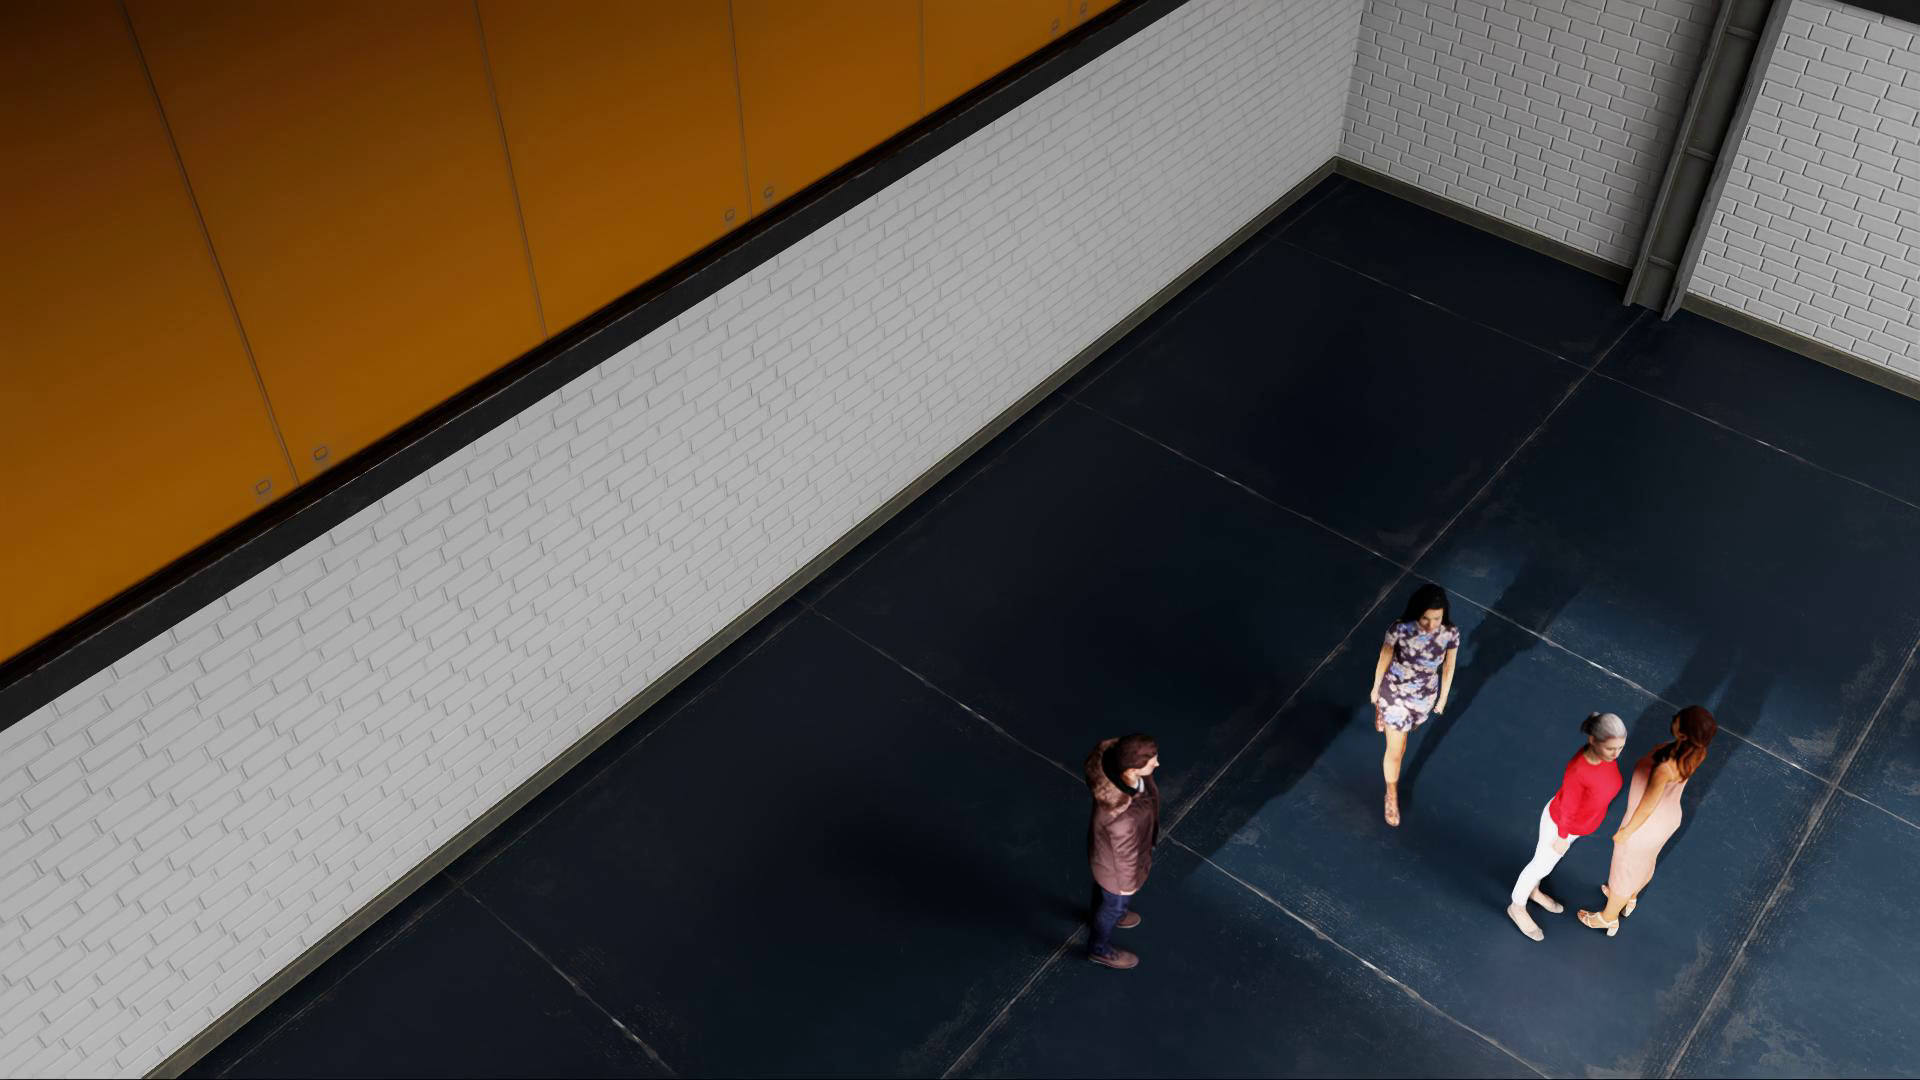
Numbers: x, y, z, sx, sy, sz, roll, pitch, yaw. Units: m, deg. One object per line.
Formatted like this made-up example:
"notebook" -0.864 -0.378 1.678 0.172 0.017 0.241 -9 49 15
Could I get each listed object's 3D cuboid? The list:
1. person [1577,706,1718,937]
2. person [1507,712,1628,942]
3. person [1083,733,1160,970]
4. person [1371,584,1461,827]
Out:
"person" 3.775 1.536 9.077 0.626 1.831 0.580 -28 50 -26
"person" 3.343 1.544 9.166 0.557 1.695 0.538 -34 53 -30
"person" 0.846 1.648 8.952 0.894 1.841 0.865 2 44 2
"person" 2.653 0.848 9.887 1.080 1.710 1.107 -1 44 -1
